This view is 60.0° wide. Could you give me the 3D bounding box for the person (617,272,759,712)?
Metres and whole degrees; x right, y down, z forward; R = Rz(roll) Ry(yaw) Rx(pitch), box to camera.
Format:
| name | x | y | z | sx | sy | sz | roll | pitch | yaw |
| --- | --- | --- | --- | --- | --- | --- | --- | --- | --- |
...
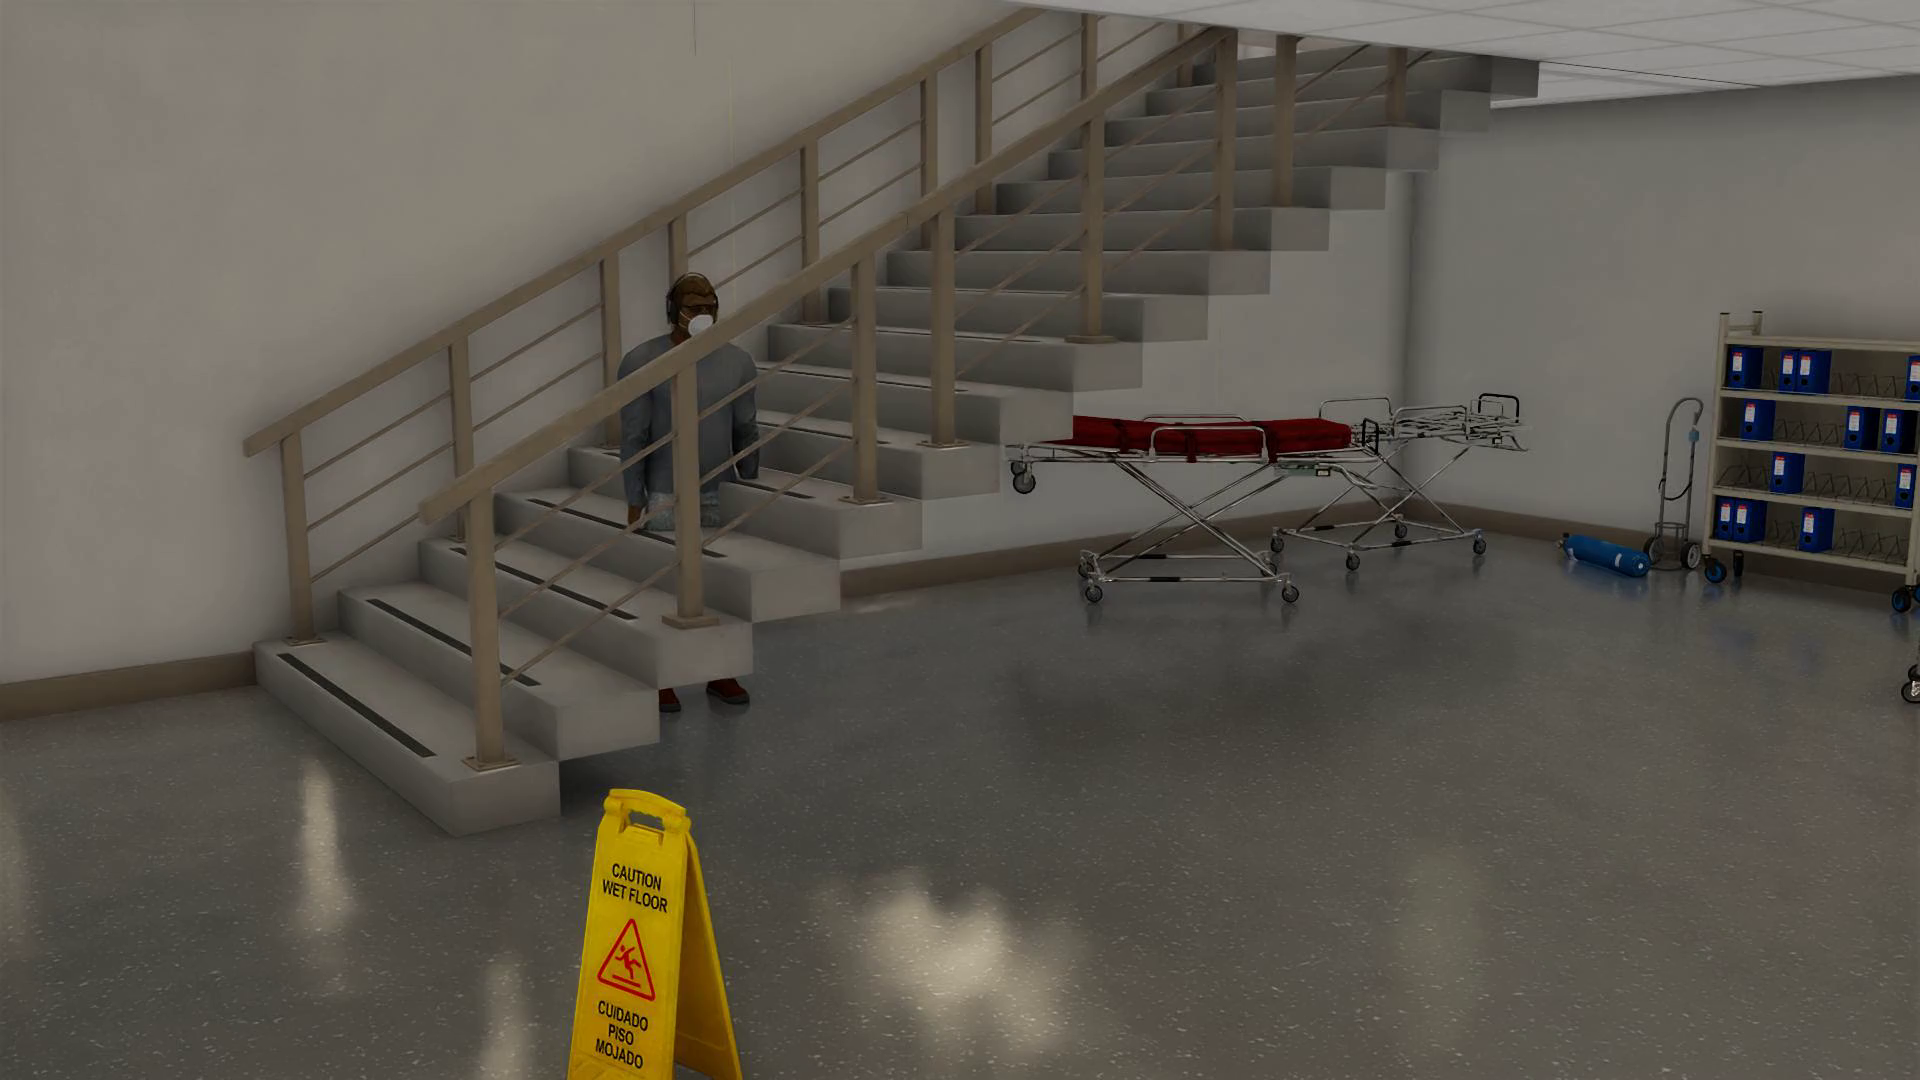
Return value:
| name | x | y | z | sx | sy | sz | roll | pitch | yaw |
| --- | --- | --- | --- | --- | --- | --- | --- | --- | --- |
| person | -1.184 | -0.204 | 7.346 | 0.627 | 1.932 | 0.371 | -5 | 11 | -25 |
